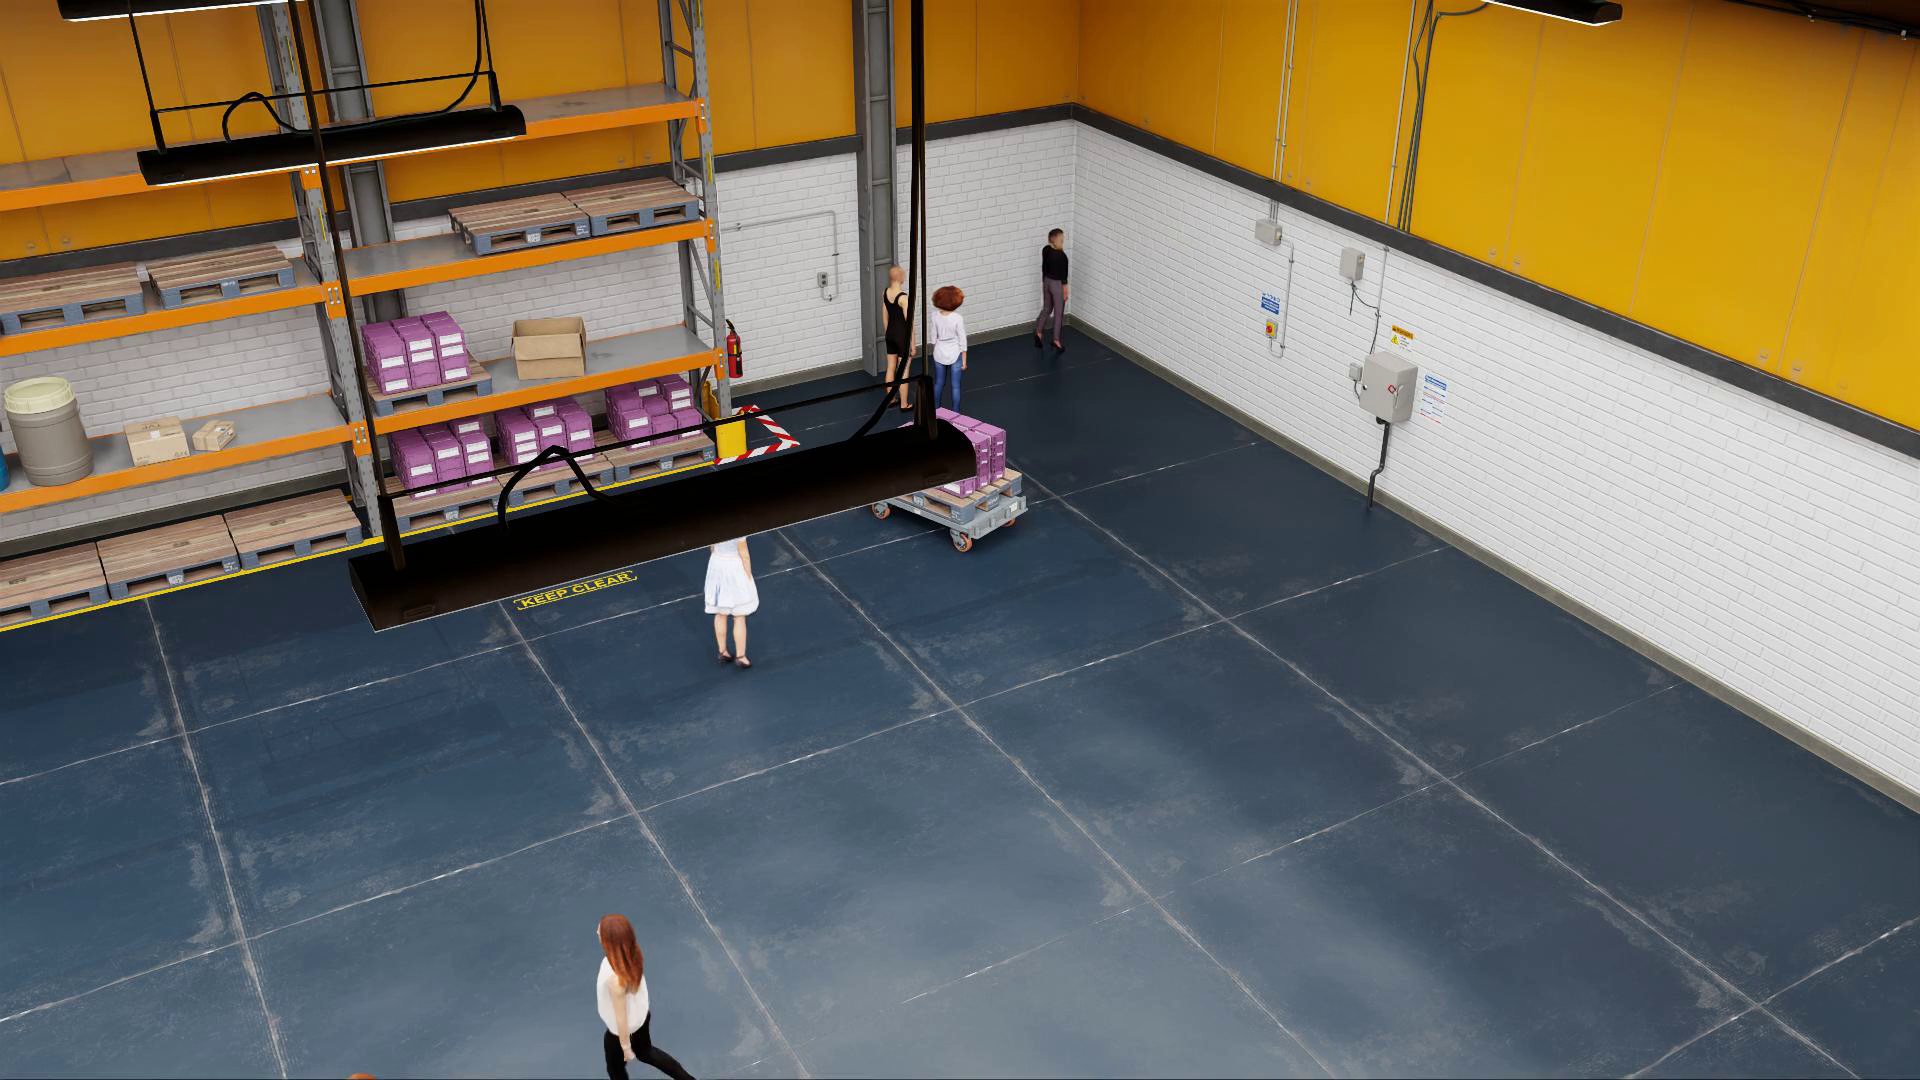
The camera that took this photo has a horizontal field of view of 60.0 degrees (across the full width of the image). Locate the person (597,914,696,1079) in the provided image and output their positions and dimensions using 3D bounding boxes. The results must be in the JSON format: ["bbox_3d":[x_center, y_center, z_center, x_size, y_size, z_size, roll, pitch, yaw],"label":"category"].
[{"bbox_3d":[-1.964,2.972,10.264,1.080,1.704,0.971,4,29,7],"label":"person"}]

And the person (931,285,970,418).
[{"bbox_3d":[-0.144,-2.211,19.752,0.749,1.717,0.778,16,32,26],"label":"person"}]

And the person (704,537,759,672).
[{"bbox_3d":[-2.072,0.354,14.949,0.851,1.813,0.901,13,31,23],"label":"person"}]

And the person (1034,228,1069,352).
[{"bbox_3d":[1.214,-3.272,21.745,0.698,1.671,0.649,-22,36,-35],"label":"person"}]

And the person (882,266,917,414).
[{"bbox_3d":[-0.747,-2.428,20.046,0.692,1.816,0.610,25,37,38],"label":"person"}]
